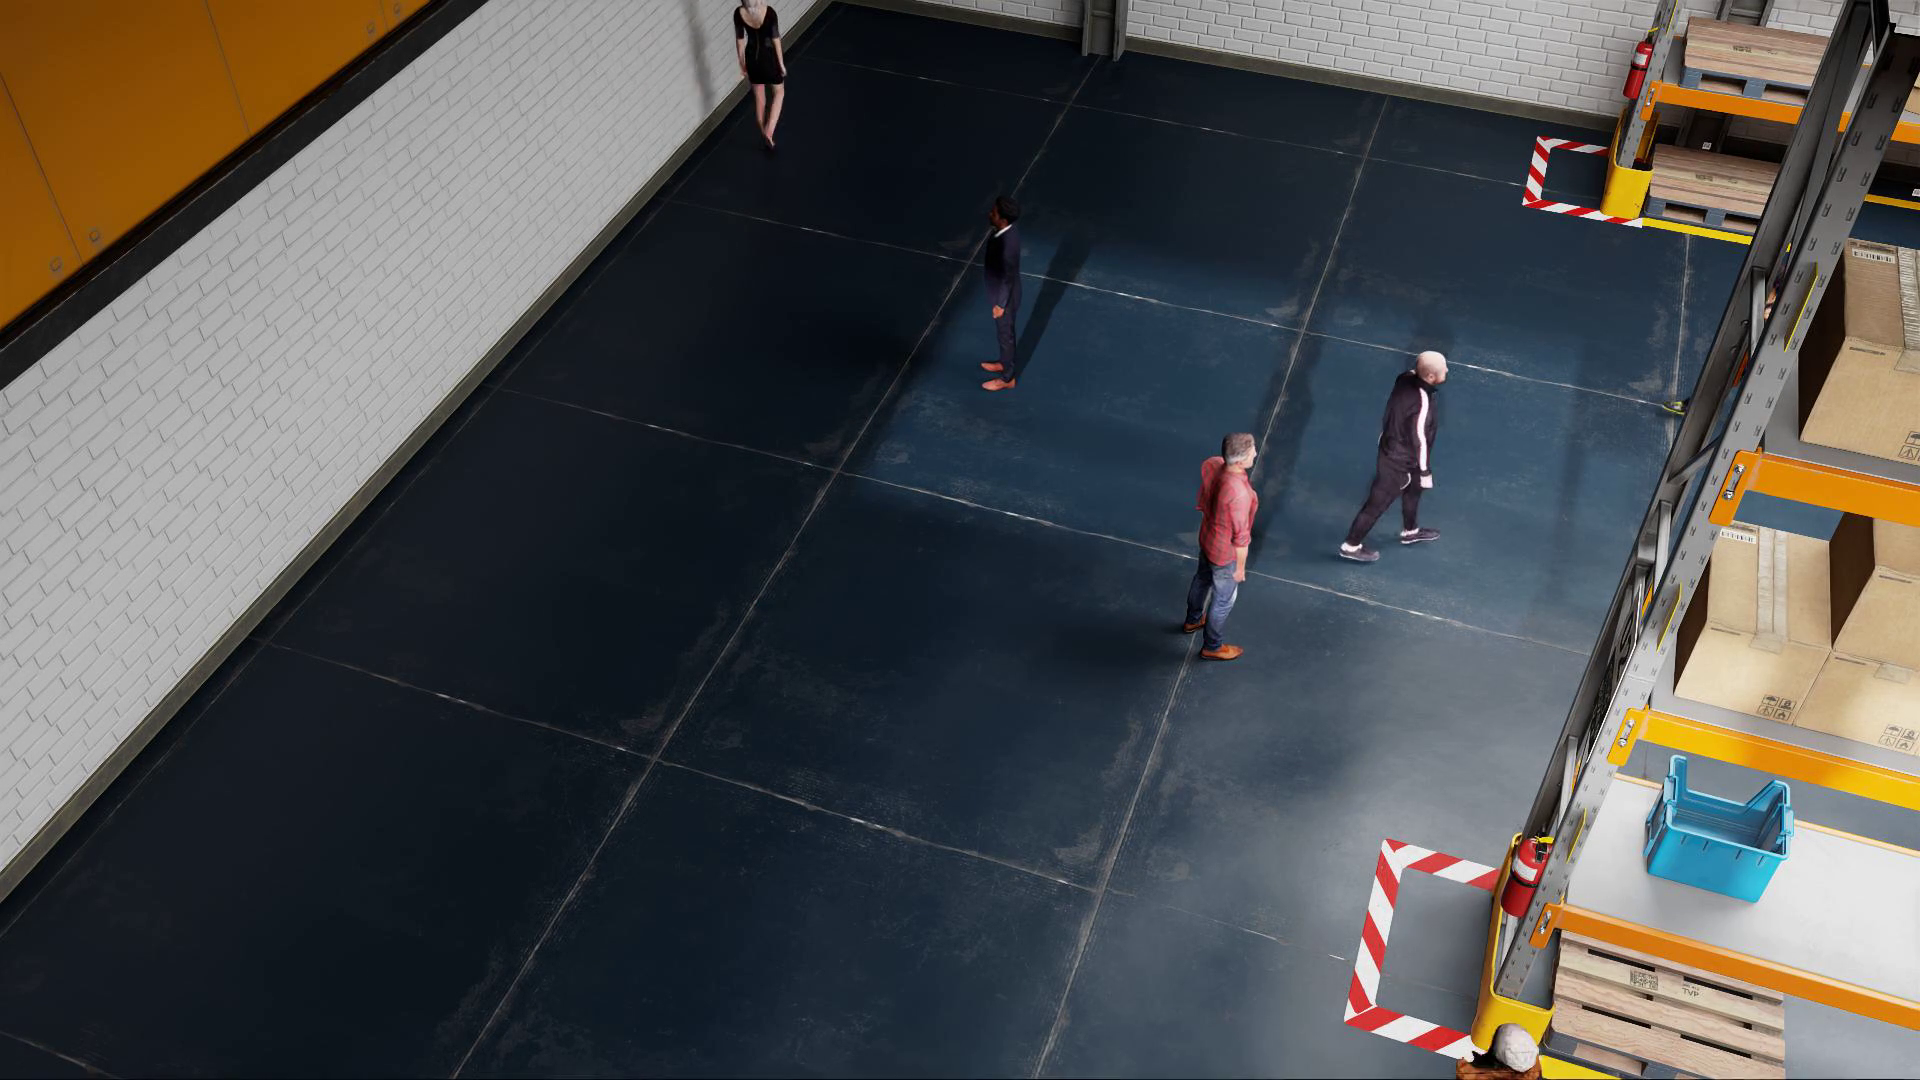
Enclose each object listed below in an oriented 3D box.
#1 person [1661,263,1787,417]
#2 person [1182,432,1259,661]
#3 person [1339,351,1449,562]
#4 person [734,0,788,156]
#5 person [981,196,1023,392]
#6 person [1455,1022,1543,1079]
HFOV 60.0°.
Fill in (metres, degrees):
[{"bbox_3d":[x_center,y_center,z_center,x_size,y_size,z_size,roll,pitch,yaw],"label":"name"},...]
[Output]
[{"bbox_3d":[6.047,-1.403,12.591,1.011,1.509,0.586,12,45,12],"label":"person"},{"bbox_3d":[1.715,0.016,10.868,0.787,1.830,0.757,-14,45,-14],"label":"person"},{"bbox_3d":[2.935,-0.551,11.481,1.036,1.806,0.820,5,44,5],"label":"person"},{"bbox_3d":[-1.855,-4.363,15.475,0.705,1.817,0.733,7,44,7],"label":"person"},{"bbox_3d":[0.353,-1.929,12.986,0.650,1.727,0.693,1,44,1],"label":"person"},{"bbox_3d":[2.503,2.882,8.015,0.979,1.616,0.965,-9,44,-9],"label":"person"}]
